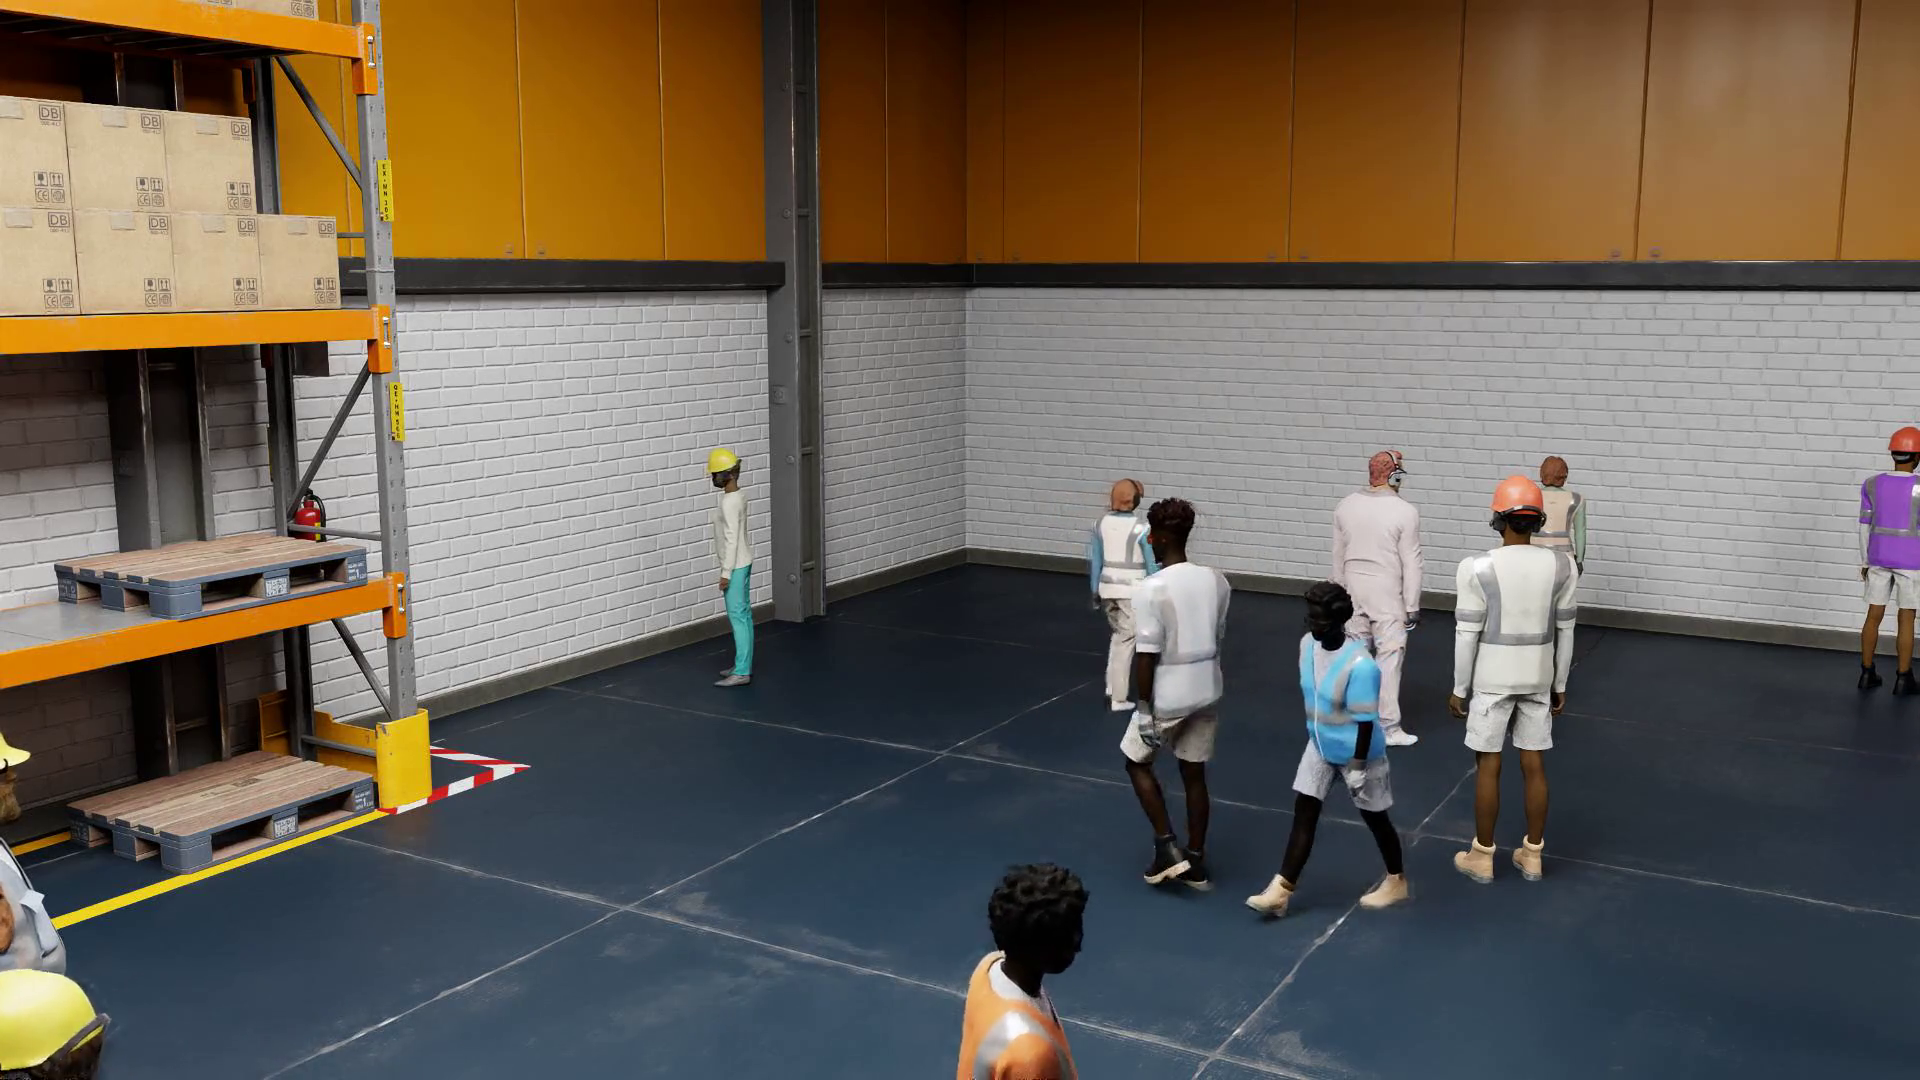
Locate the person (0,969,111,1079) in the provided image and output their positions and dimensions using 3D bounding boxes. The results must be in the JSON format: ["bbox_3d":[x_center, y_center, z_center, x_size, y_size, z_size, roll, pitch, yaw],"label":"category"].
[{"bbox_3d":[-1.624,1.661,3.226,0.808,1.738,0.530,1,9,4],"label":"person"}]

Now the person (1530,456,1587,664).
[{"bbox_3d":[4.528,0.175,12.779,0.522,1.639,0.309,2,9,12],"label":"person"}]

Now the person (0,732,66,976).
[{"bbox_3d":[-2.721,1.376,4.666,0.403,1.837,0.590,-5,10,-29],"label":"person"}]

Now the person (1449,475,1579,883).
[{"bbox_3d":[2.730,0.695,8.276,0.608,2.044,0.371,-1,9,-5],"label":"person"}]

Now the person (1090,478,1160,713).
[{"bbox_3d":[1.177,0.383,11.552,0.494,1.624,0.519,-9,13,-44],"label":"person"}]

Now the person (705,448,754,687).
[{"bbox_3d":[-1.693,0.201,12.249,0.331,1.760,0.523,0,9,2],"label":"person"}]

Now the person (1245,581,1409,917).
[{"bbox_3d":[1.761,0.979,7.757,0.899,1.623,0.561,-5,10,-28],"label":"person"}]

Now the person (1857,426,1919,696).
[{"bbox_3d":[6.772,0.149,12.005,0.351,1.941,0.545,-7,11,-37],"label":"person"}]

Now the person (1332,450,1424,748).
[{"bbox_3d":[2.711,0.371,10.725,0.400,1.907,0.645,-7,12,-39],"label":"person"}]

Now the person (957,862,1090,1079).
[{"bbox_3d":[0.061,1.566,3.994,0.461,1.674,0.531,-1,9,-4],"label":"person"}]

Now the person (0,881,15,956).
[{"bbox_3d":[-2.400,1.571,4.083,0.500,1.633,0.285,2,9,15],"label":"person"}]

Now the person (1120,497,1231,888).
[{"bbox_3d":[1.067,0.760,8.187,0.616,1.946,0.428,-5,11,-31],"label":"person"}]
